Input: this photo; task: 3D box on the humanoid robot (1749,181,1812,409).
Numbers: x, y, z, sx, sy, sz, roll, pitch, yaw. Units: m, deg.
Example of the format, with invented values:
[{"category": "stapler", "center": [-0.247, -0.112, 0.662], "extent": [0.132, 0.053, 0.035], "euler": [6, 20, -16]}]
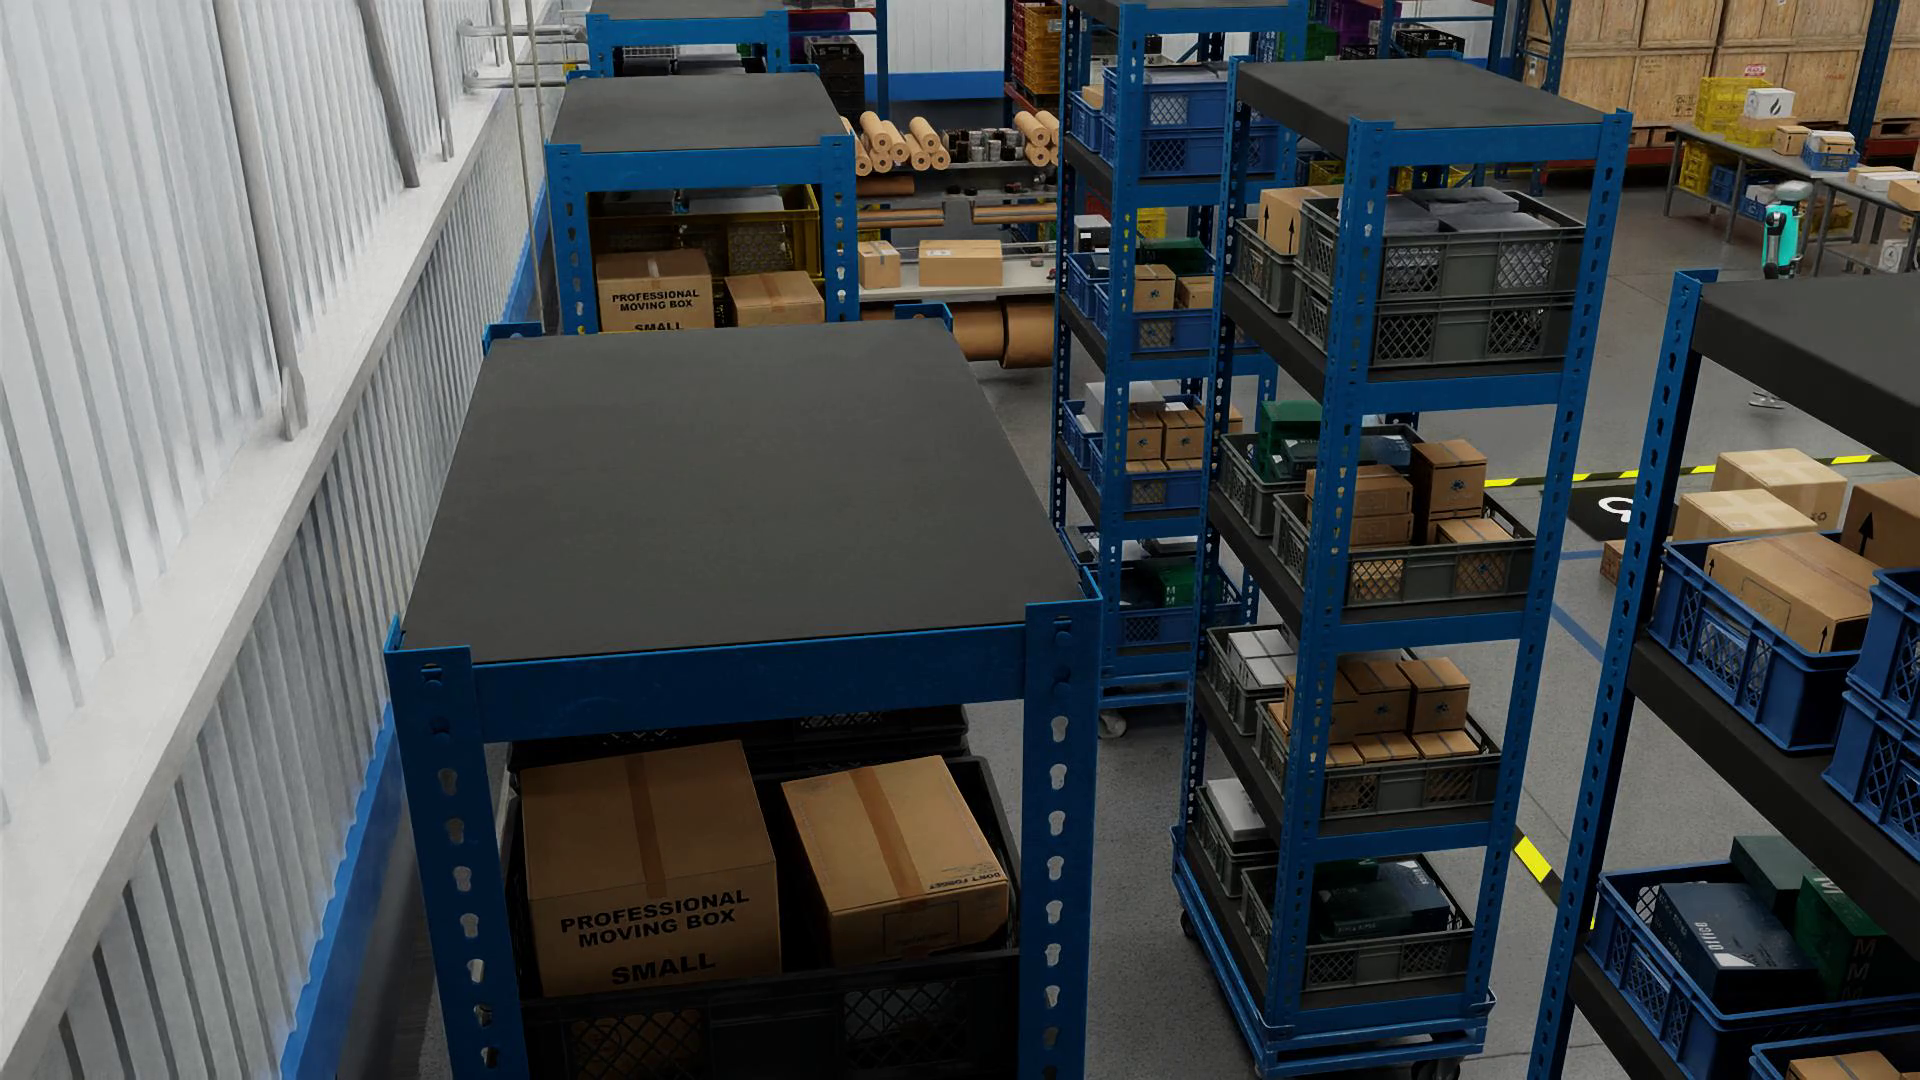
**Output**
[{"category": "humanoid robot", "center": [6.204, -1.774, 12.242], "extent": [0.735, 1.672, 0.533], "euler": [17, 30, 32]}]

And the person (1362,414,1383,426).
[{"category": "person", "center": [1.820, 0.194, 7.987], "extent": [0.587, 1.848, 0.399], "euler": [-2, 25, -4]}]
